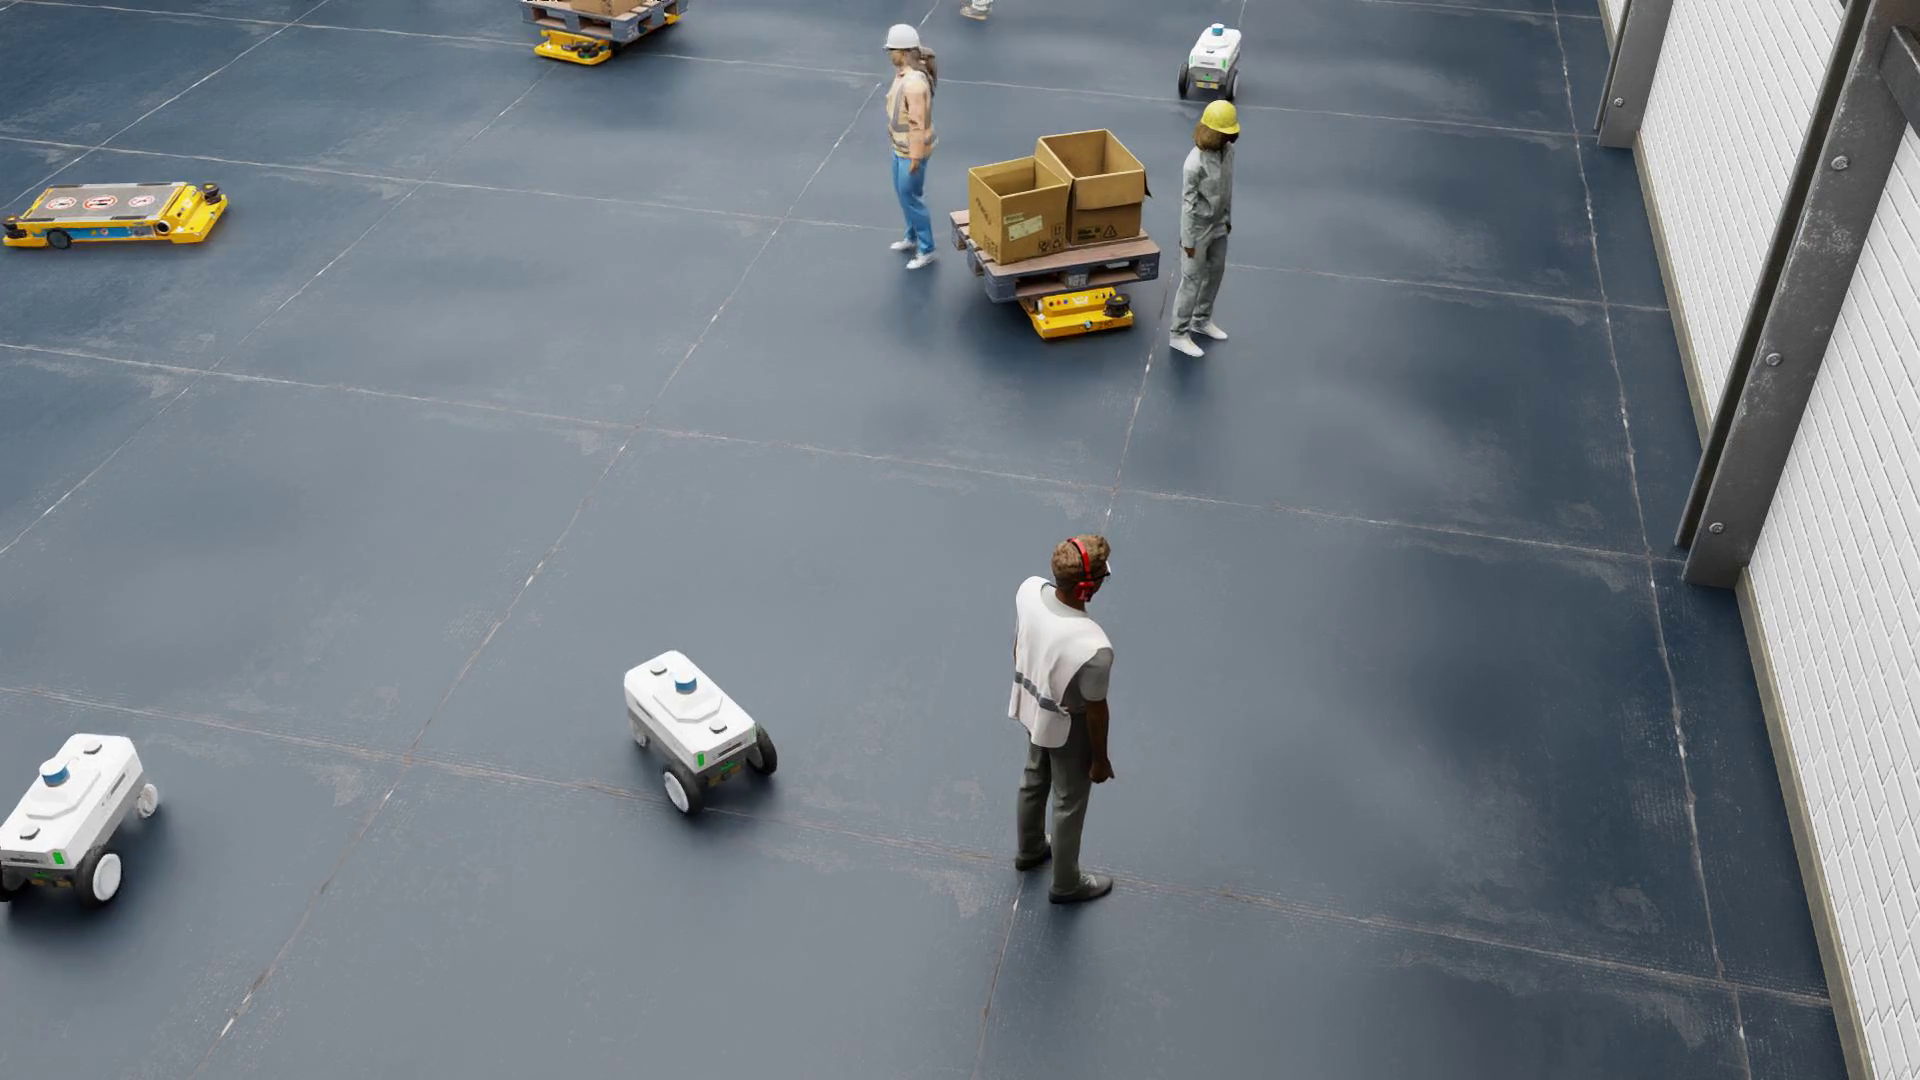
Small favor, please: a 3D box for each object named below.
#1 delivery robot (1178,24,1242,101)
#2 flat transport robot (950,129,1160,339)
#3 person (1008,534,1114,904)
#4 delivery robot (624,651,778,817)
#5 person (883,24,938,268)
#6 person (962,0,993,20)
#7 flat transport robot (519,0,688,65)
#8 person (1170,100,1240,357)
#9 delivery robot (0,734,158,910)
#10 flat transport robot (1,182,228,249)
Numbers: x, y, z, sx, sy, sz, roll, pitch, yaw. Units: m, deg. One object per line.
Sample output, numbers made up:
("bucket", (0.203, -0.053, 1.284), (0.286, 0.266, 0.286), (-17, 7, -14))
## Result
("delivery robot", (2.229, -4.219, 14.630), (0.513, 0.600, 0.771), (12, 38, 15))
("flat transport robot", (0.662, -1.874, 11.726), (0.659, 0.231, 1.431), (-10, 38, -14))
("person", (0.413, 0.757, 6.889), (0.382, 1.844, 0.564), (-20, 41, -25))
("delivery robot", (-1.260, 0.861, 7.817), (0.499, 0.582, 0.773), (-27, 44, -31))
("person", (-0.327, -2.755, 11.715), (0.356, 1.716, 0.521), (-7, 37, -9))
("person", (0.185, -5.887, 15.777), (0.606, 1.864, 0.348), (-23, 42, -28))
("flat transport robot", (-3.317, -4.833, 15.685), (0.659, 0.231, 1.431), (17, 40, 21))
("person", (1.591, -1.997, 10.670), (0.321, 1.729, 0.490), (27, 44, 31))
("delivery robot", (-3.921, 1.235, 7.337), (0.499, 0.606, 0.794), (4, 37, 5))
("flat transport robot", (-6.335, -2.438, 12.481), (1.431, 0.231, 0.659), (-2, 37, -3))
